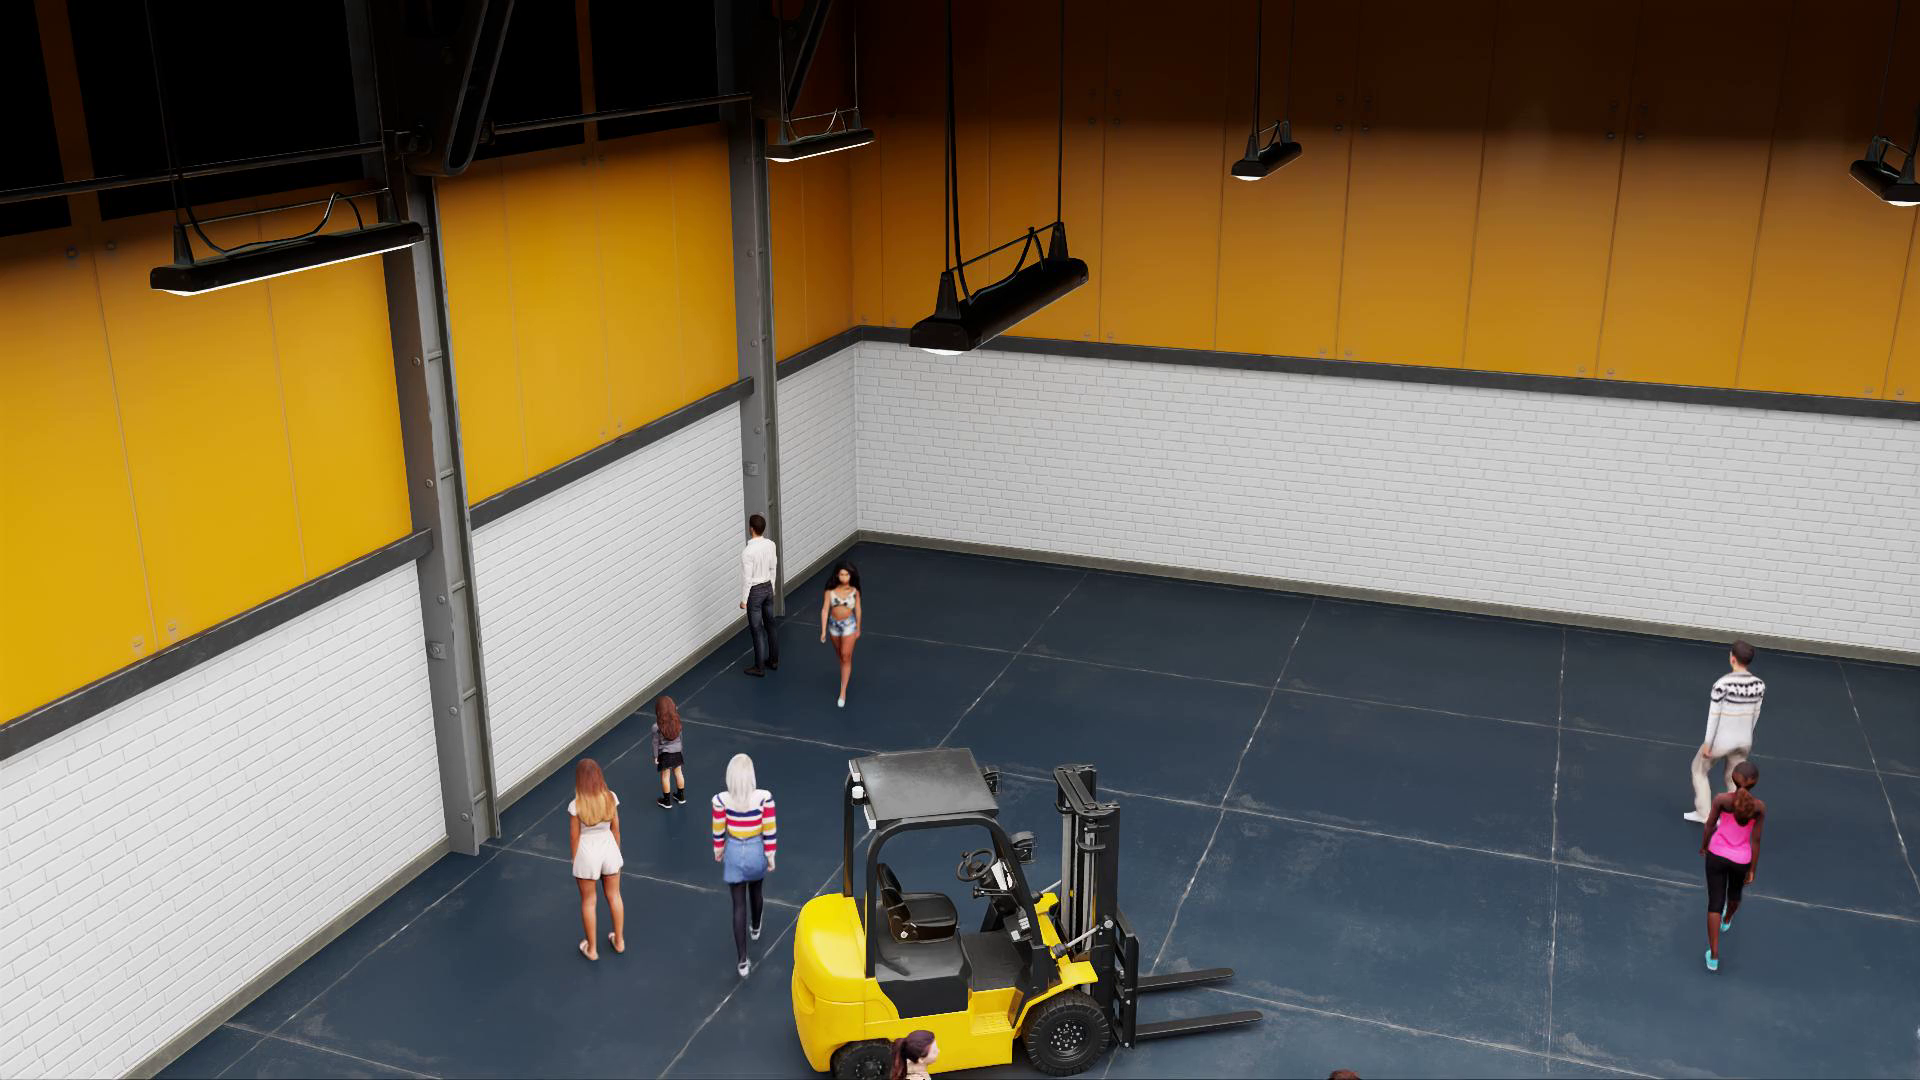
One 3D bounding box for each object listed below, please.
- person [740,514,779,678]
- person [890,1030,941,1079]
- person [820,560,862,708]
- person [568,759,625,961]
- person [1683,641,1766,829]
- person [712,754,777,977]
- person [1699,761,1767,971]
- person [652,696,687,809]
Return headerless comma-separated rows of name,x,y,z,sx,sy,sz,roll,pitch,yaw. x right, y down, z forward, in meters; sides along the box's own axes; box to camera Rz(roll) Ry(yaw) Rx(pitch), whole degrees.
person,-2.244,0.609,18.674,0.780,1.871,0.588,14,23,35
person,-0.328,3.661,10.039,0.772,1.597,0.700,-5,19,-15
person,-1.267,0.965,18.079,0.713,1.576,1.093,3,19,7
person,-2.893,2.530,13.249,0.657,1.693,0.728,-10,21,-28
person,7.008,1.847,15.056,0.833,1.835,0.851,-3,19,-9
person,-1.702,2.554,13.058,0.960,1.770,1.217,-1,19,-3
person,6.050,2.585,13.099,0.540,1.684,1.039,7,20,19
person,-2.757,1.993,15.763,0.497,1.105,0.591,-15,24,-38
